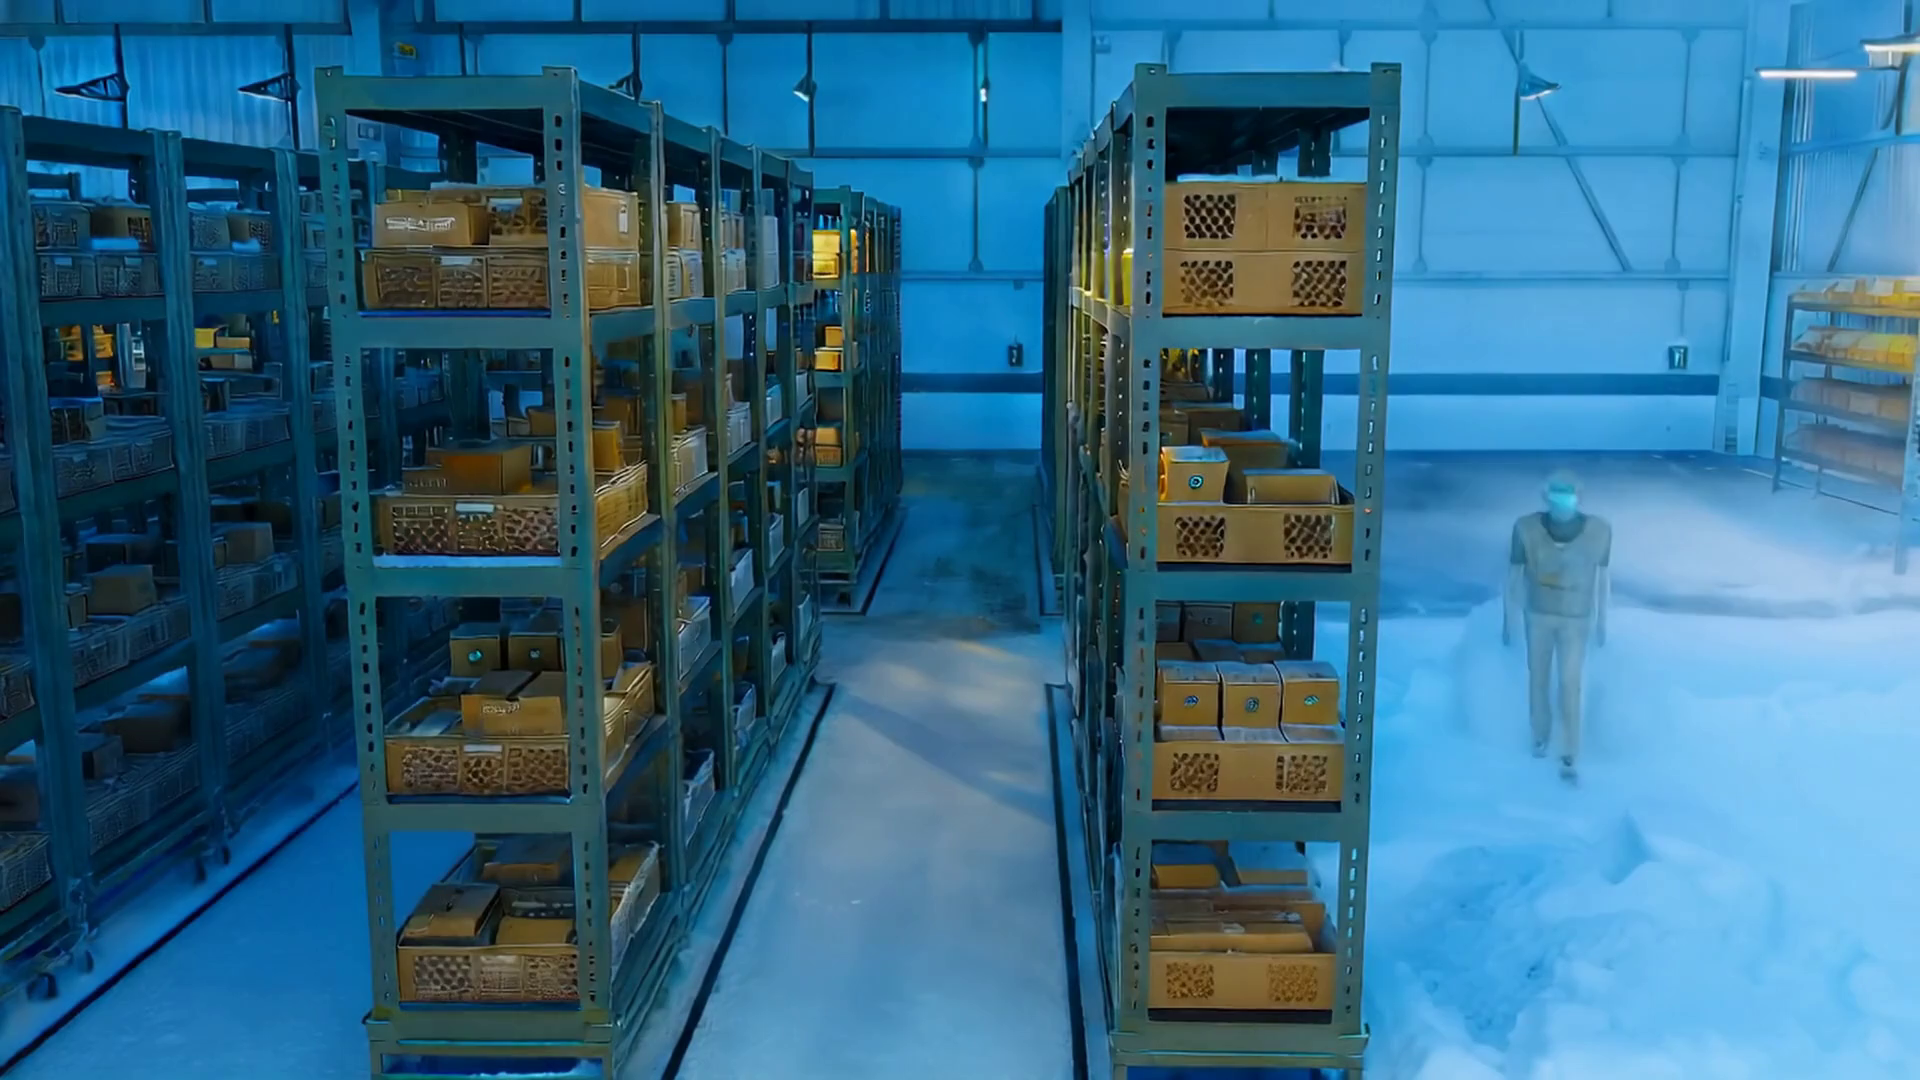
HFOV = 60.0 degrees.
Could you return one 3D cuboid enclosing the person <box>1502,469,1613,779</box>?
[{"bbox_3d":[3.496,0.480,9.788,0.587,1.789,0.952,4,10,21],"label":"person"}]
